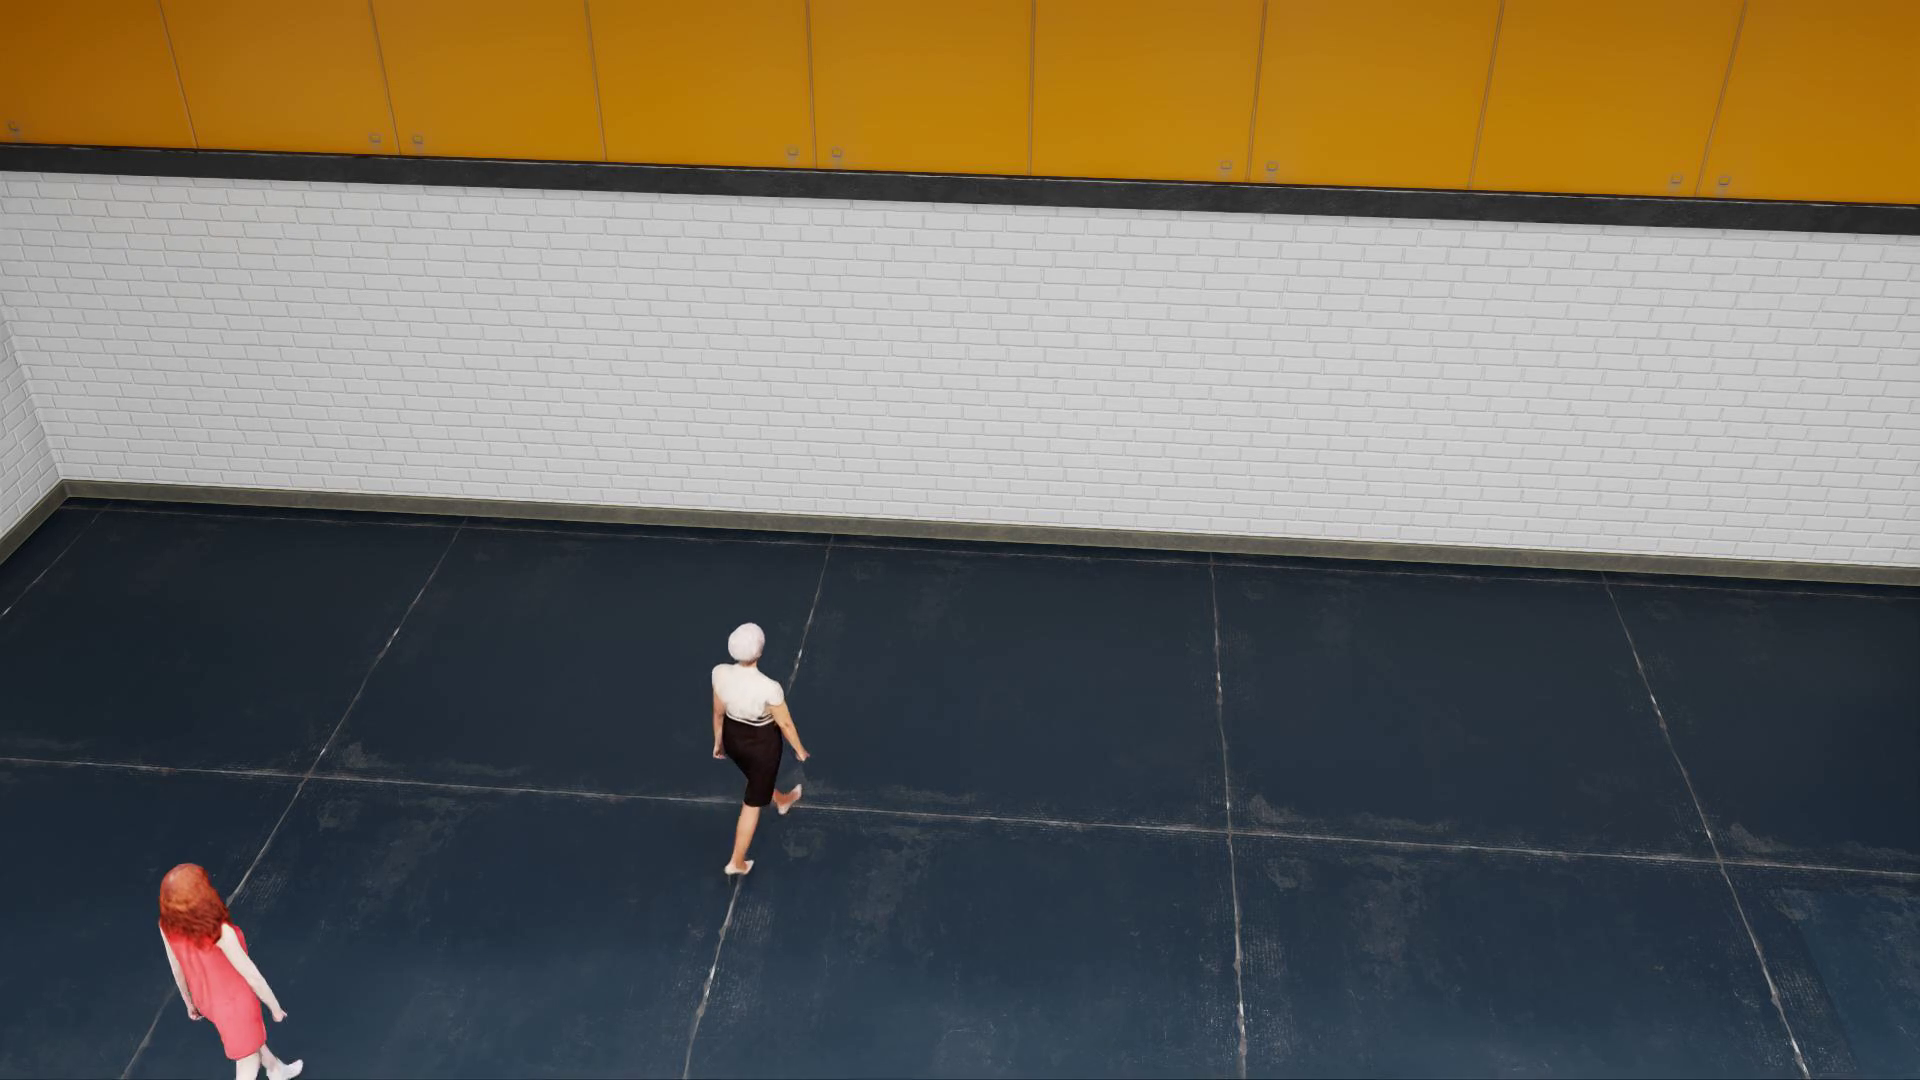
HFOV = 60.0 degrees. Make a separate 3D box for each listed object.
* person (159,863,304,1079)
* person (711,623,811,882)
[{"bbox_3d":[-3.597,2.338,8.084,0.759,1.802,1.059,11,35,16],"label":"person"},{"bbox_3d":[-1.260,1.293,9.741,0.948,1.707,1.191,17,37,24],"label":"person"}]
